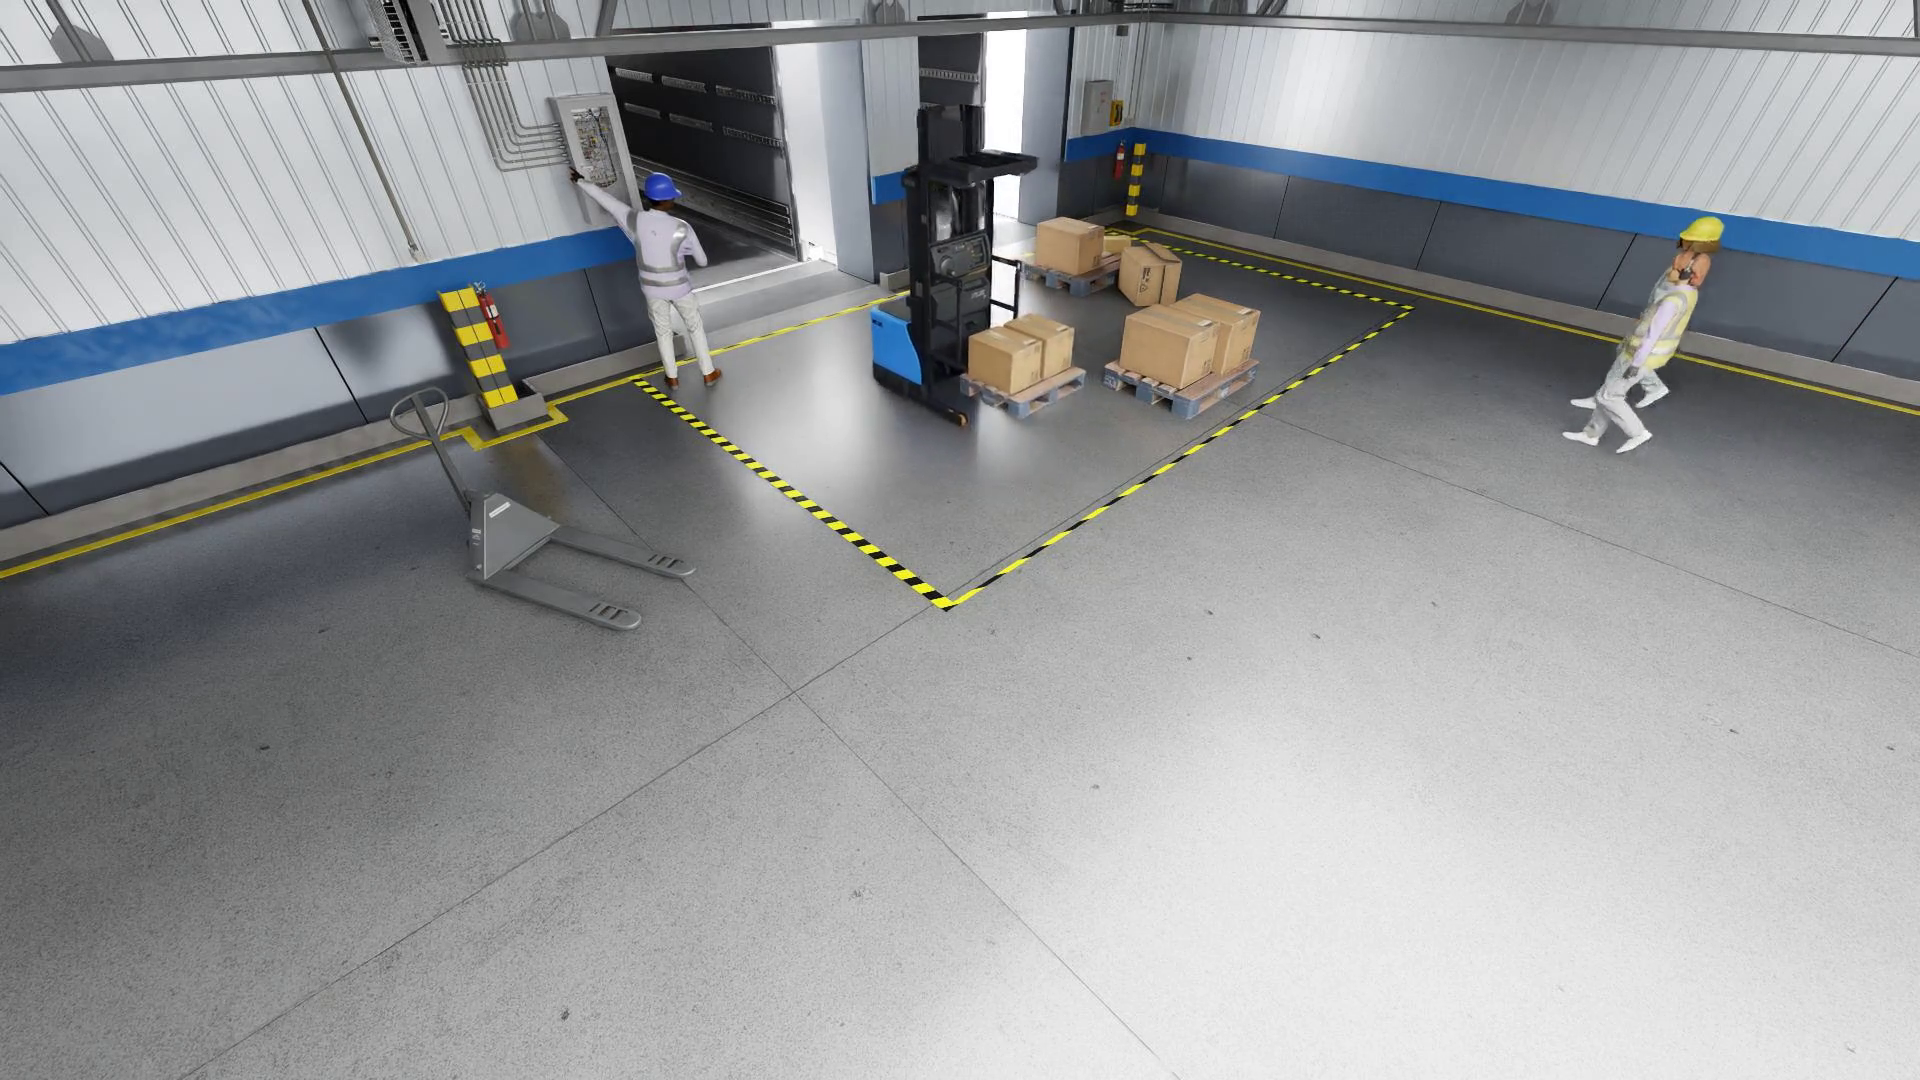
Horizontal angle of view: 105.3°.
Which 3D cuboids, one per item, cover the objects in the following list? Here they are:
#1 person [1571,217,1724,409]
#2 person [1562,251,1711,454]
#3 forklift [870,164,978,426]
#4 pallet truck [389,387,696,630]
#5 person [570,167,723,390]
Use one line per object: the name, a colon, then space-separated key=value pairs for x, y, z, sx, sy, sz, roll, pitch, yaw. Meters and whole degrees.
person: x=6.028 y=-1.858 z=6.278 sx=0.629 sy=1.713 sz=0.503 roll=22 pitch=43 yaw=26
person: x=5.443 y=-1.404 z=5.772 sx=0.530 sy=1.617 sz=0.562 roll=-28 pitch=46 yaw=-31
forklift: x=-0.309 y=-2.323 z=6.625 sx=0.716 sy=2.013 sz=0.776 roll=-31 pitch=47 yaw=-33
pallet truck: x=-2.613 y=-0.247 z=4.593 sx=1.601 sy=1.201 sz=0.680 roll=14 pitch=40 yaw=17
person: x=-2.848 y=-2.385 z=6.816 sx=1.064 sy=1.908 sz=0.684 roll=-6 pitch=38 yaw=-7
